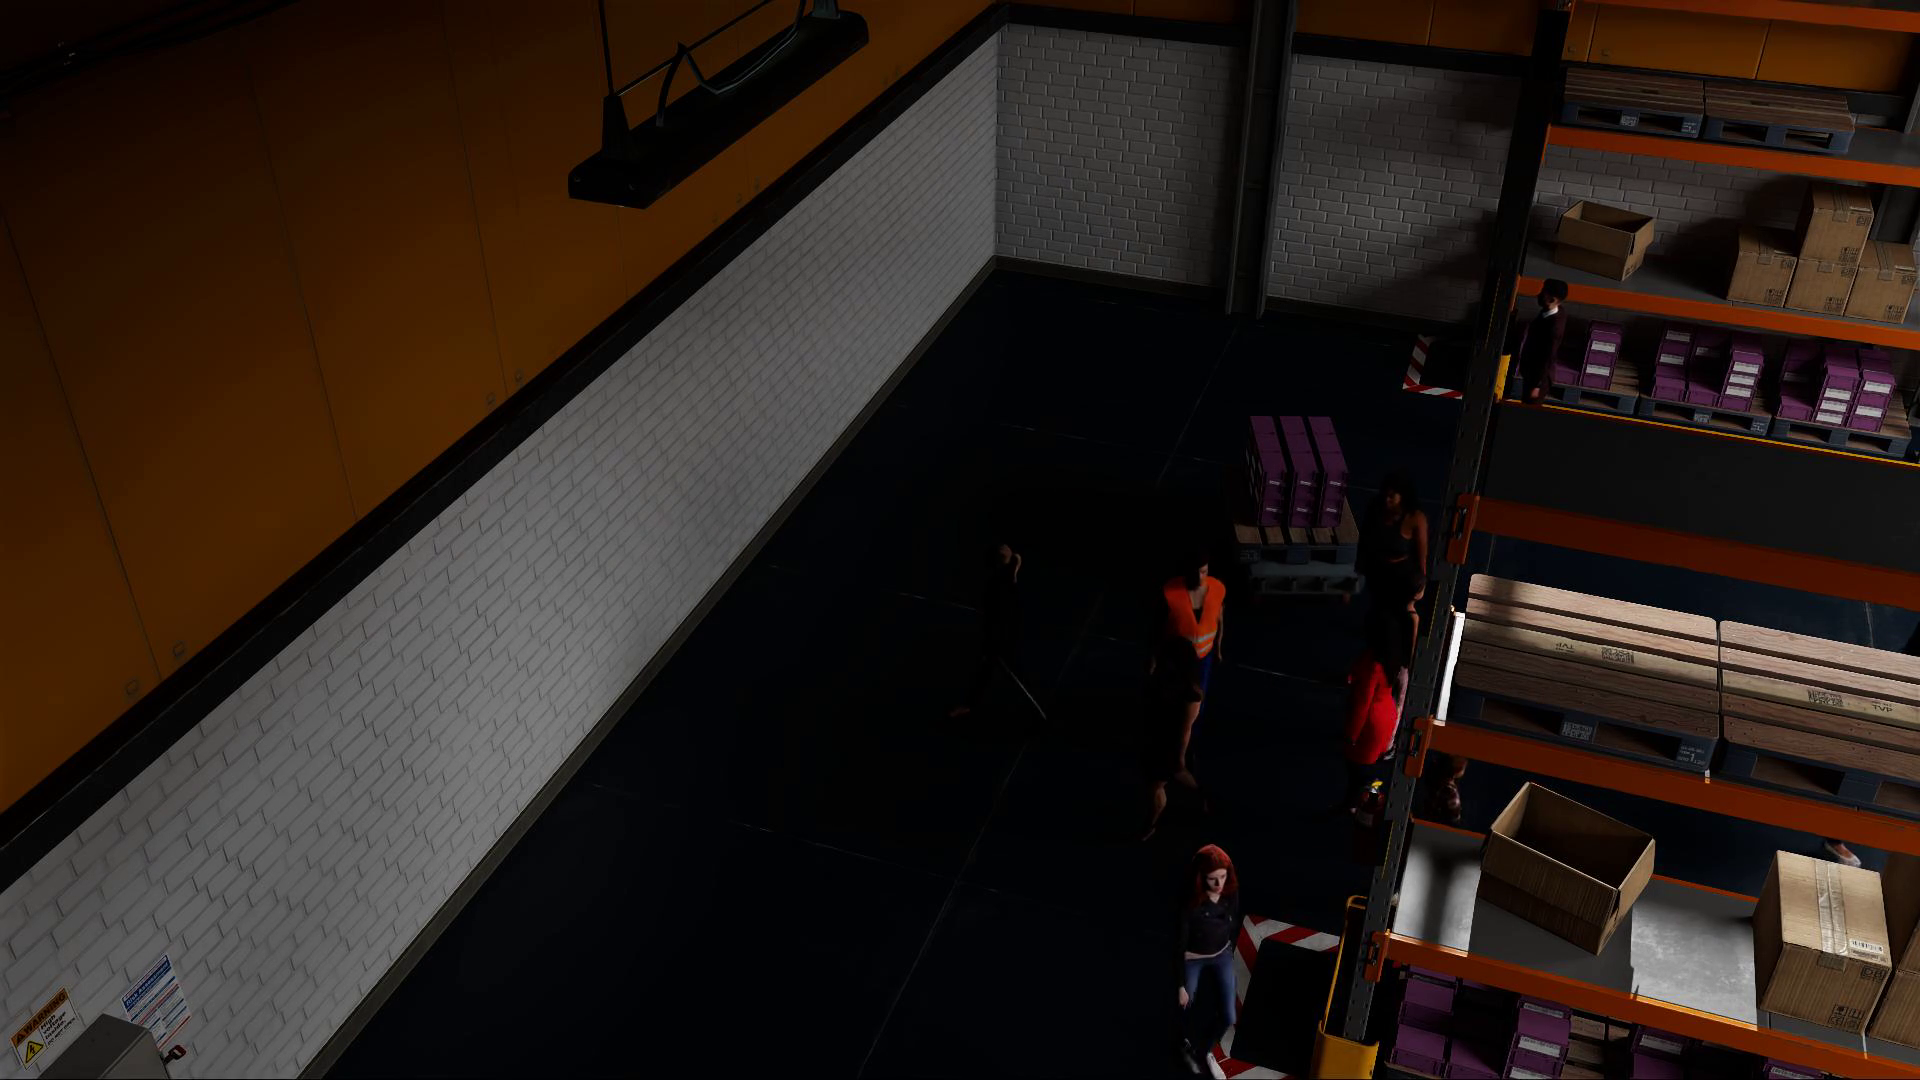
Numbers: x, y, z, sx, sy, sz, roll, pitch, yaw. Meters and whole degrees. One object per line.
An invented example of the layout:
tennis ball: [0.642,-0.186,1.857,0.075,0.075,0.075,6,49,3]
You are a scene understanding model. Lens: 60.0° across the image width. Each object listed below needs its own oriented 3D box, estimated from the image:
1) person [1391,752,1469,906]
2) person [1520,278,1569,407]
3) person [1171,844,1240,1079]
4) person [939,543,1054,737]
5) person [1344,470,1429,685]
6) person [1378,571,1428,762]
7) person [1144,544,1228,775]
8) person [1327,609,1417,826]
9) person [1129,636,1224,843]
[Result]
person: [2.975,1.869,10.620,0.979,1.272,0.767,-3,34,-5]
person: [5.281,-1.520,15.181,0.591,1.866,0.680,10,35,15]
person: [1.324,2.344,9.456,0.779,1.769,0.838,-13,36,-19]
person: [0.398,0.784,11.911,1.124,1.648,0.728,6,34,9]
person: [3.321,0.207,12.668,1.257,1.771,1.100,26,42,34]
person: [3.105,0.880,11.844,0.639,1.563,0.594,-8,34,-12]
person: [1.578,0.737,11.796,1.147,1.854,1.102,-7,34,-11]
person: [2.820,1.269,11.112,0.943,1.726,0.790,18,38,25]
person: [1.448,1.326,11.052,0.999,1.696,0.877,-2,34,-3]
